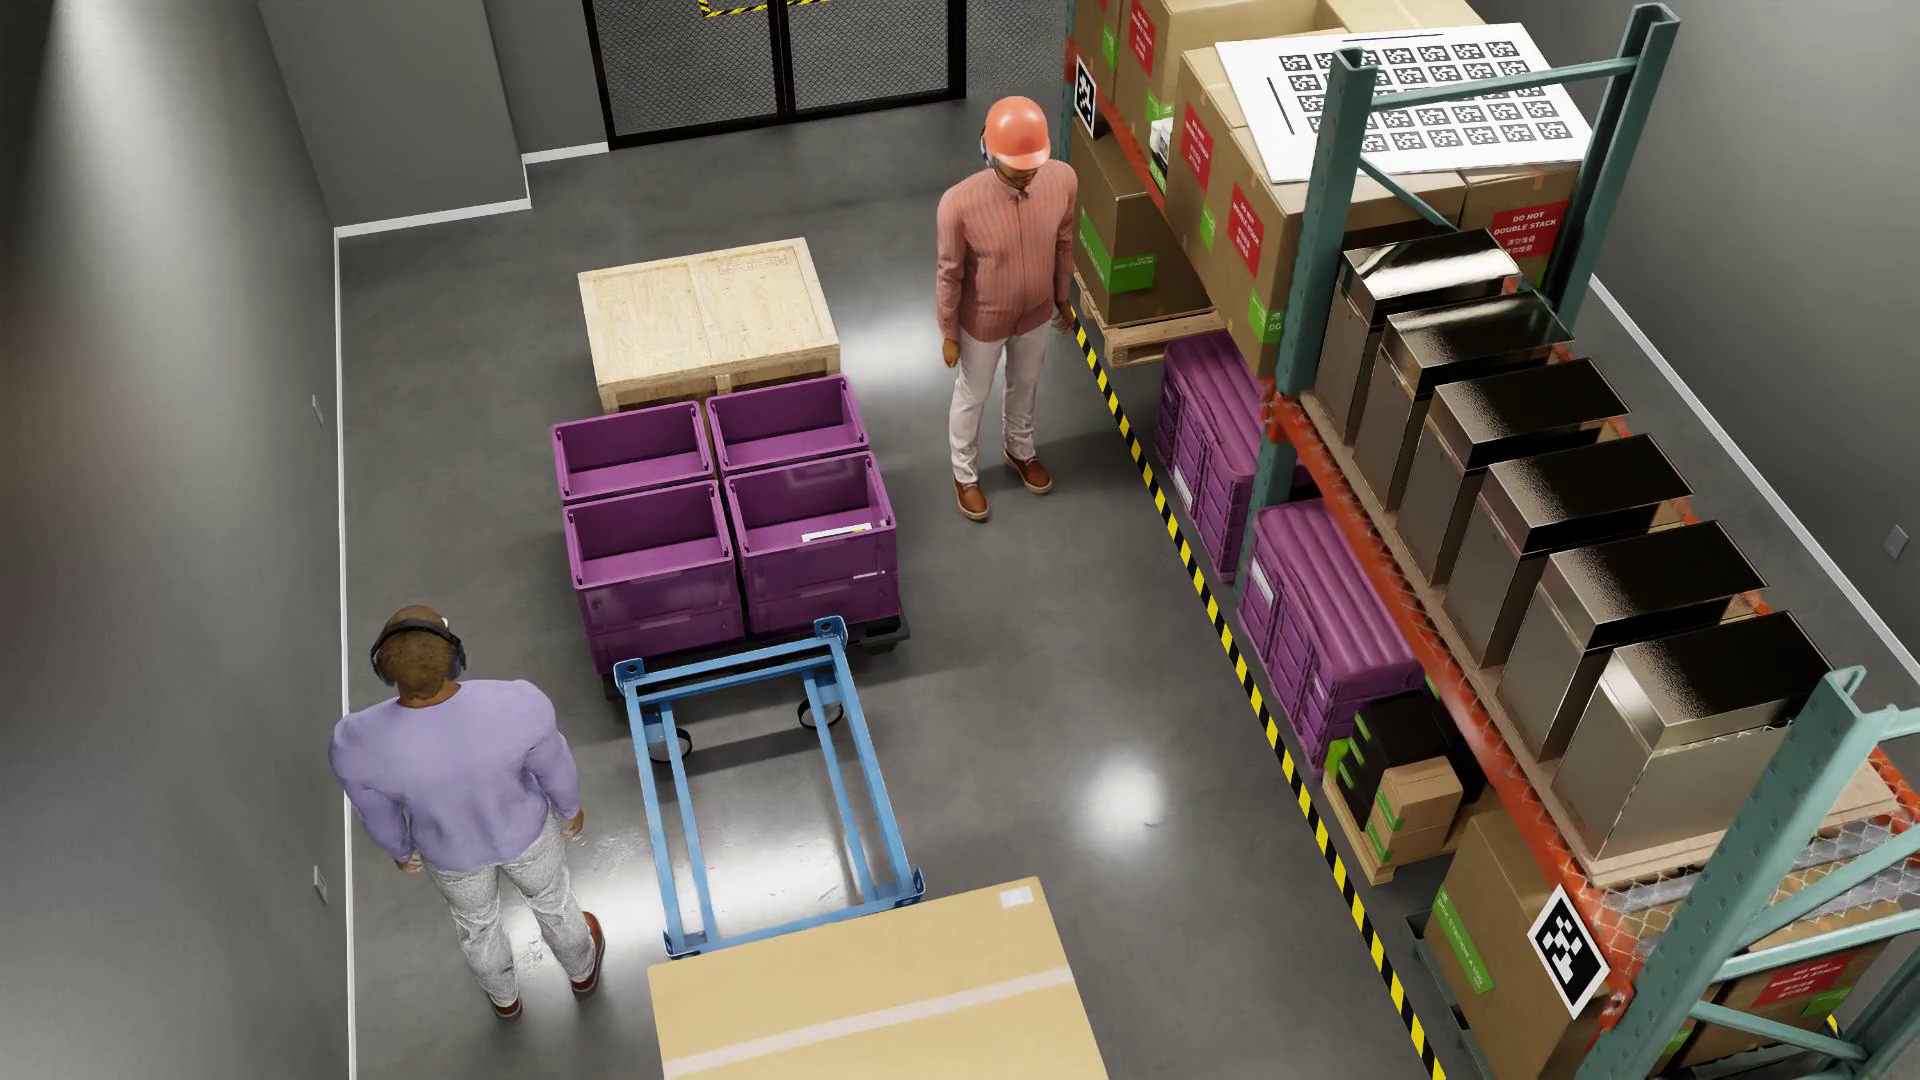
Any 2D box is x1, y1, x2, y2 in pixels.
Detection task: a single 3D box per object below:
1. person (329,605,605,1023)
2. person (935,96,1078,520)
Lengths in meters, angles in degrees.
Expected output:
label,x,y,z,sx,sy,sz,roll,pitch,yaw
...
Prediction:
label,x,y,z,sx,sy,sz,roll,pitch,yaw
person,-1.458,0.874,5.084,0.630,1.940,0.372,-13,49,-12
person,0.198,-0.912,6.686,0.616,1.993,0.395,-21,51,-18
